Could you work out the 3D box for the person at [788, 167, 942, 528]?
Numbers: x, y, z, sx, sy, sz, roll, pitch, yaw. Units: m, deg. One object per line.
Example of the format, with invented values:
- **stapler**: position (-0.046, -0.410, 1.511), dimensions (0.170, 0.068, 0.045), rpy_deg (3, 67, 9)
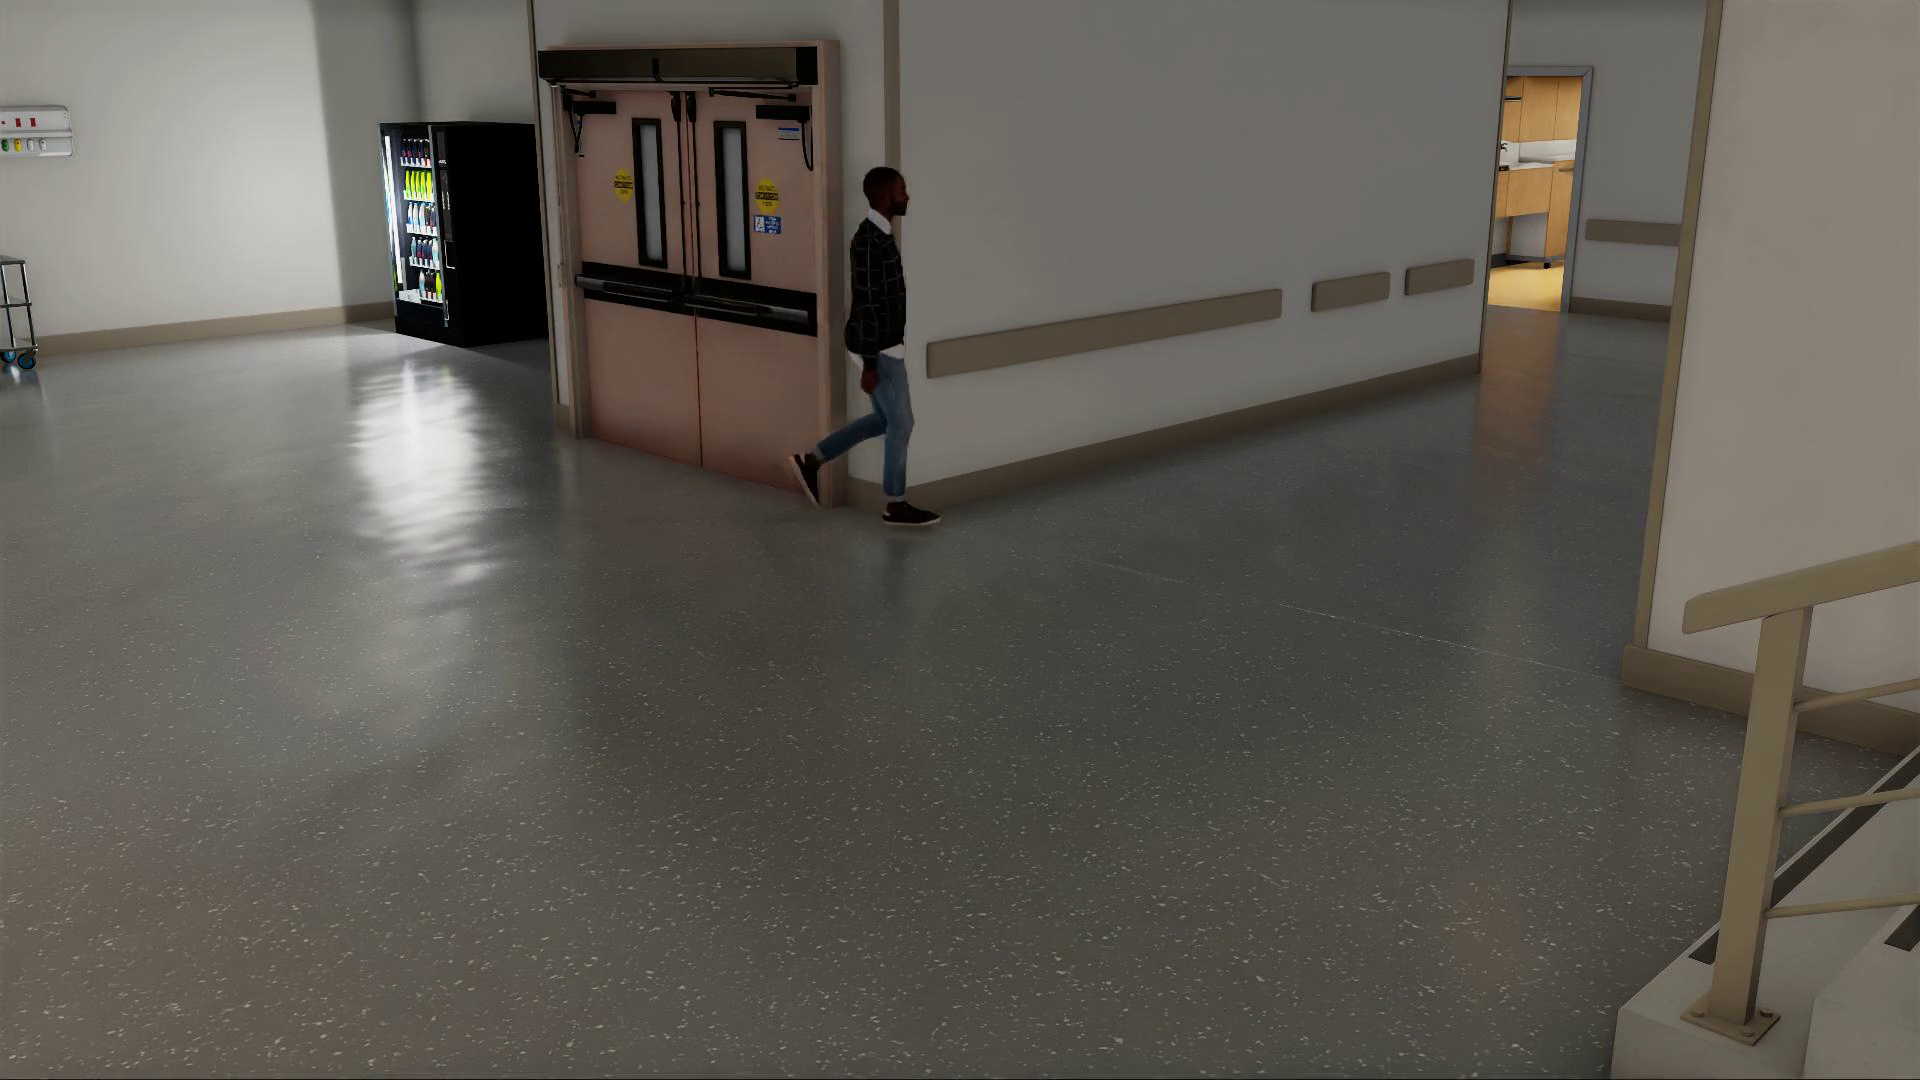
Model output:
- **person**: position (-0.504, -0.948, 8.383), dimensions (1.140, 1.797, 1.055), rpy_deg (2, 16, 6)
